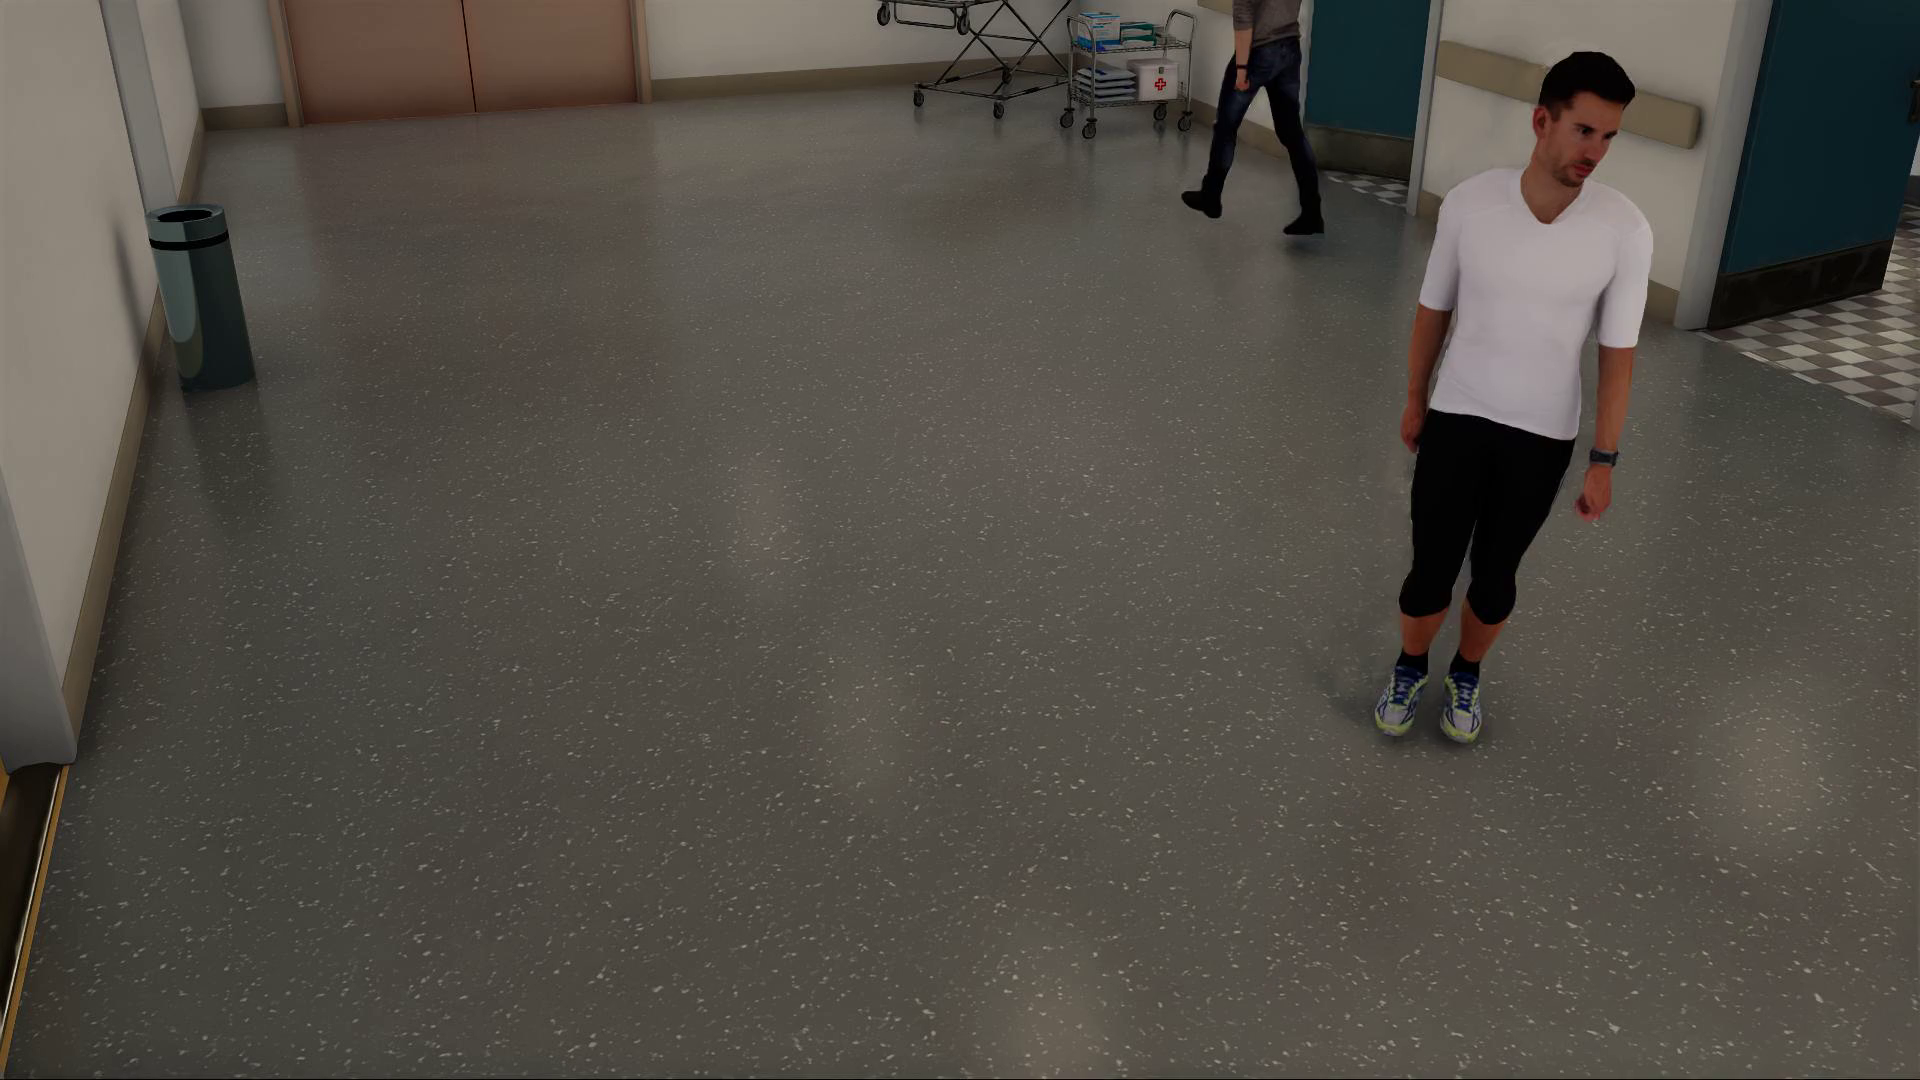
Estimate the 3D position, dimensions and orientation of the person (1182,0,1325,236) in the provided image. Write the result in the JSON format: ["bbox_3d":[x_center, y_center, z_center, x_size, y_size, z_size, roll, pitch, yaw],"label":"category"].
[{"bbox_3d":[1.661,-2.470,8.636,0.817,1.855,1.300,-14,29,-27],"label":"person"}]

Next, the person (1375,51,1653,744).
[{"bbox_3d":[1.354,-0.312,4.202,0.831,1.819,0.881,15,30,29],"label":"person"}]
